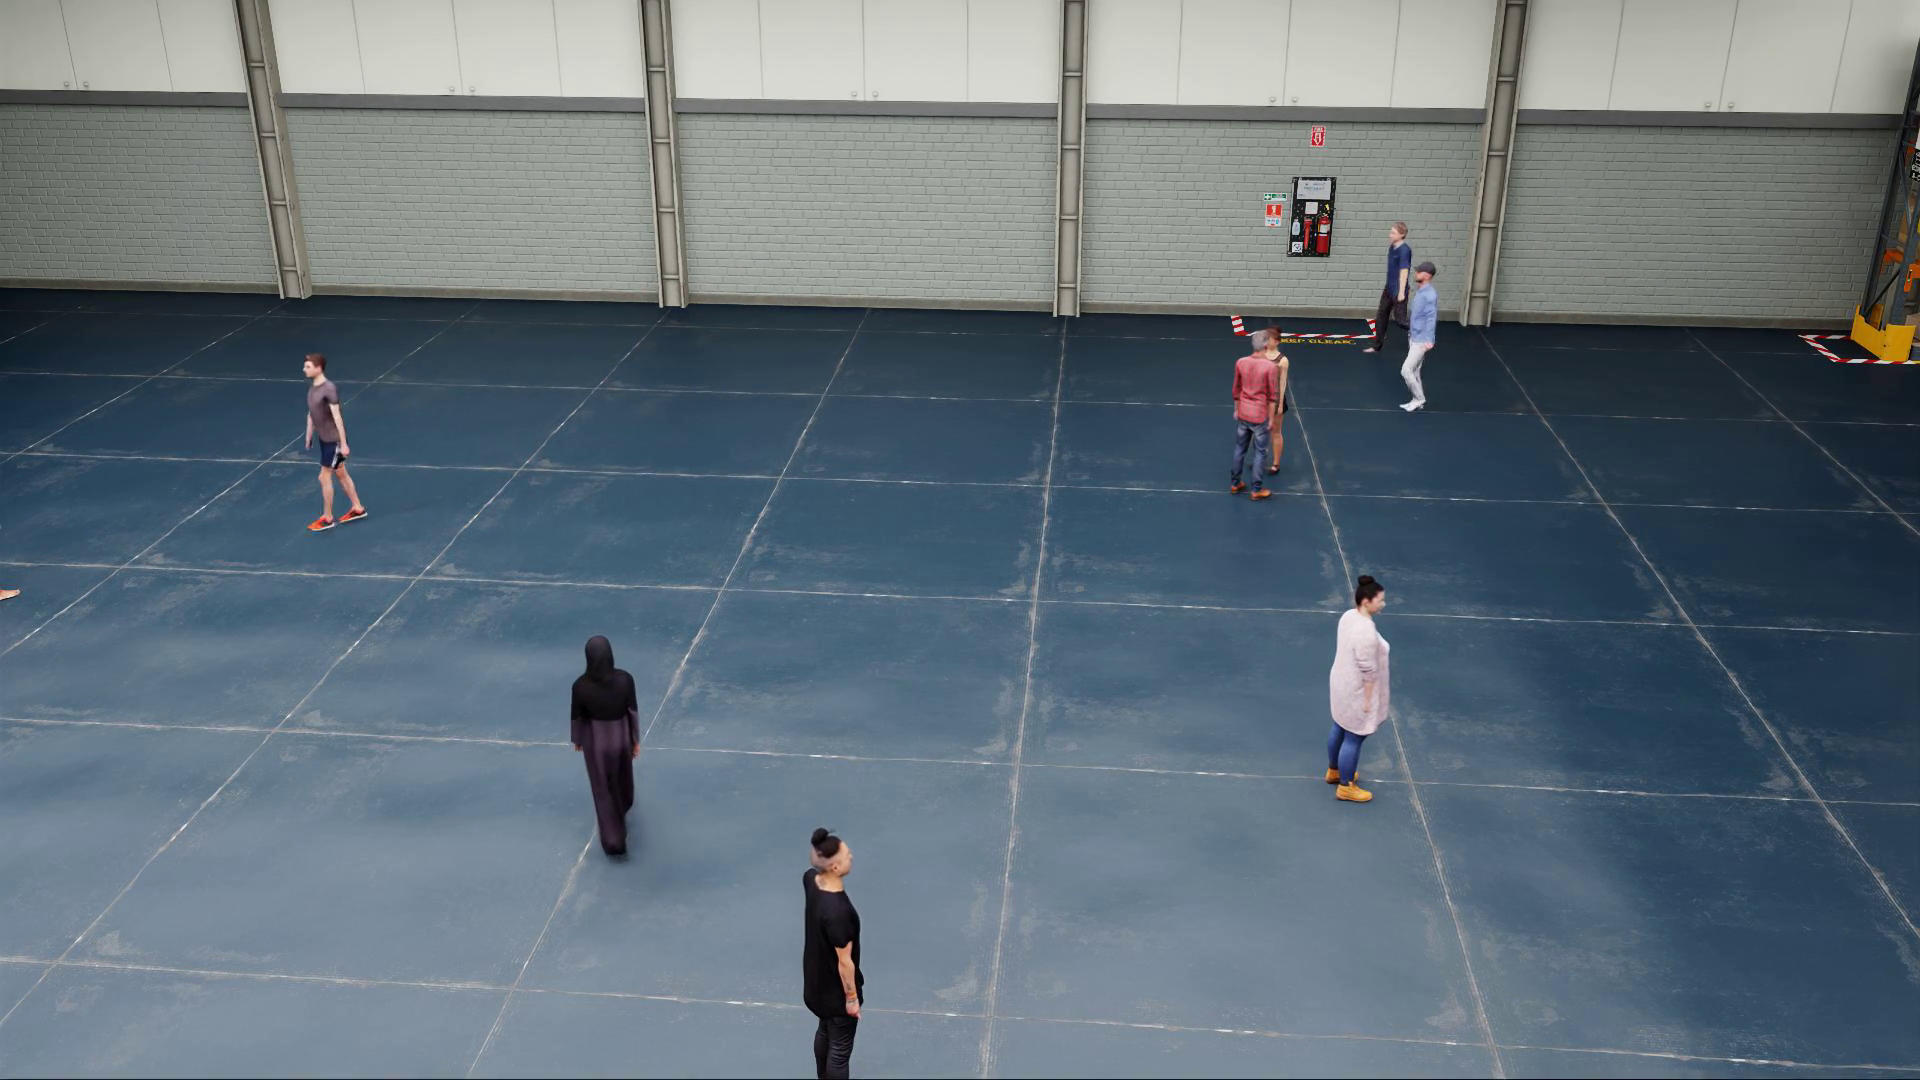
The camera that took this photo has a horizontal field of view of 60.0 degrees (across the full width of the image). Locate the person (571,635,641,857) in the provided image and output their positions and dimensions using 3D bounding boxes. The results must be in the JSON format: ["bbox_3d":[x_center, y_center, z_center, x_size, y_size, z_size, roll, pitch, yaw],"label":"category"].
[{"bbox_3d":[-2.457,1.431,11.575,1.115,1.606,0.962,-7,24,-16],"label":"person"}]

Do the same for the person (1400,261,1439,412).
[{"bbox_3d":[5.738,-2.490,20.449,0.640,1.878,0.687,0,23,-1],"label":"person"}]

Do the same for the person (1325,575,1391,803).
[{"bbox_3d":[2.906,1.074,12.240,0.665,1.741,0.726,-1,23,-3],"label":"person"}]

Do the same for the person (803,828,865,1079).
[{"bbox_3d":[-0.687,2.356,9.063,0.756,1.869,0.768,-9,25,-21],"label":"person"}]

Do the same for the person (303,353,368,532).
[{"bbox_3d":[-6.380,-1.040,17.098,1.048,1.830,1.000,-20,30,-39],"label":"person"}]

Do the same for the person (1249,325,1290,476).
[{"bbox_3d":[3.460,-1.569,18.534,0.670,1.680,0.751,19,30,38],"label":"person"}]

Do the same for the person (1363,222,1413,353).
[{"bbox_3d":[6.039,-3.385,22.615,1.189,1.830,0.841,-2,23,-4],"label":"person"}]

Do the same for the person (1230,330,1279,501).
[{"bbox_3d":[3.156,-1.349,17.828,0.726,1.827,0.816,21,31,40],"label":"person"}]
